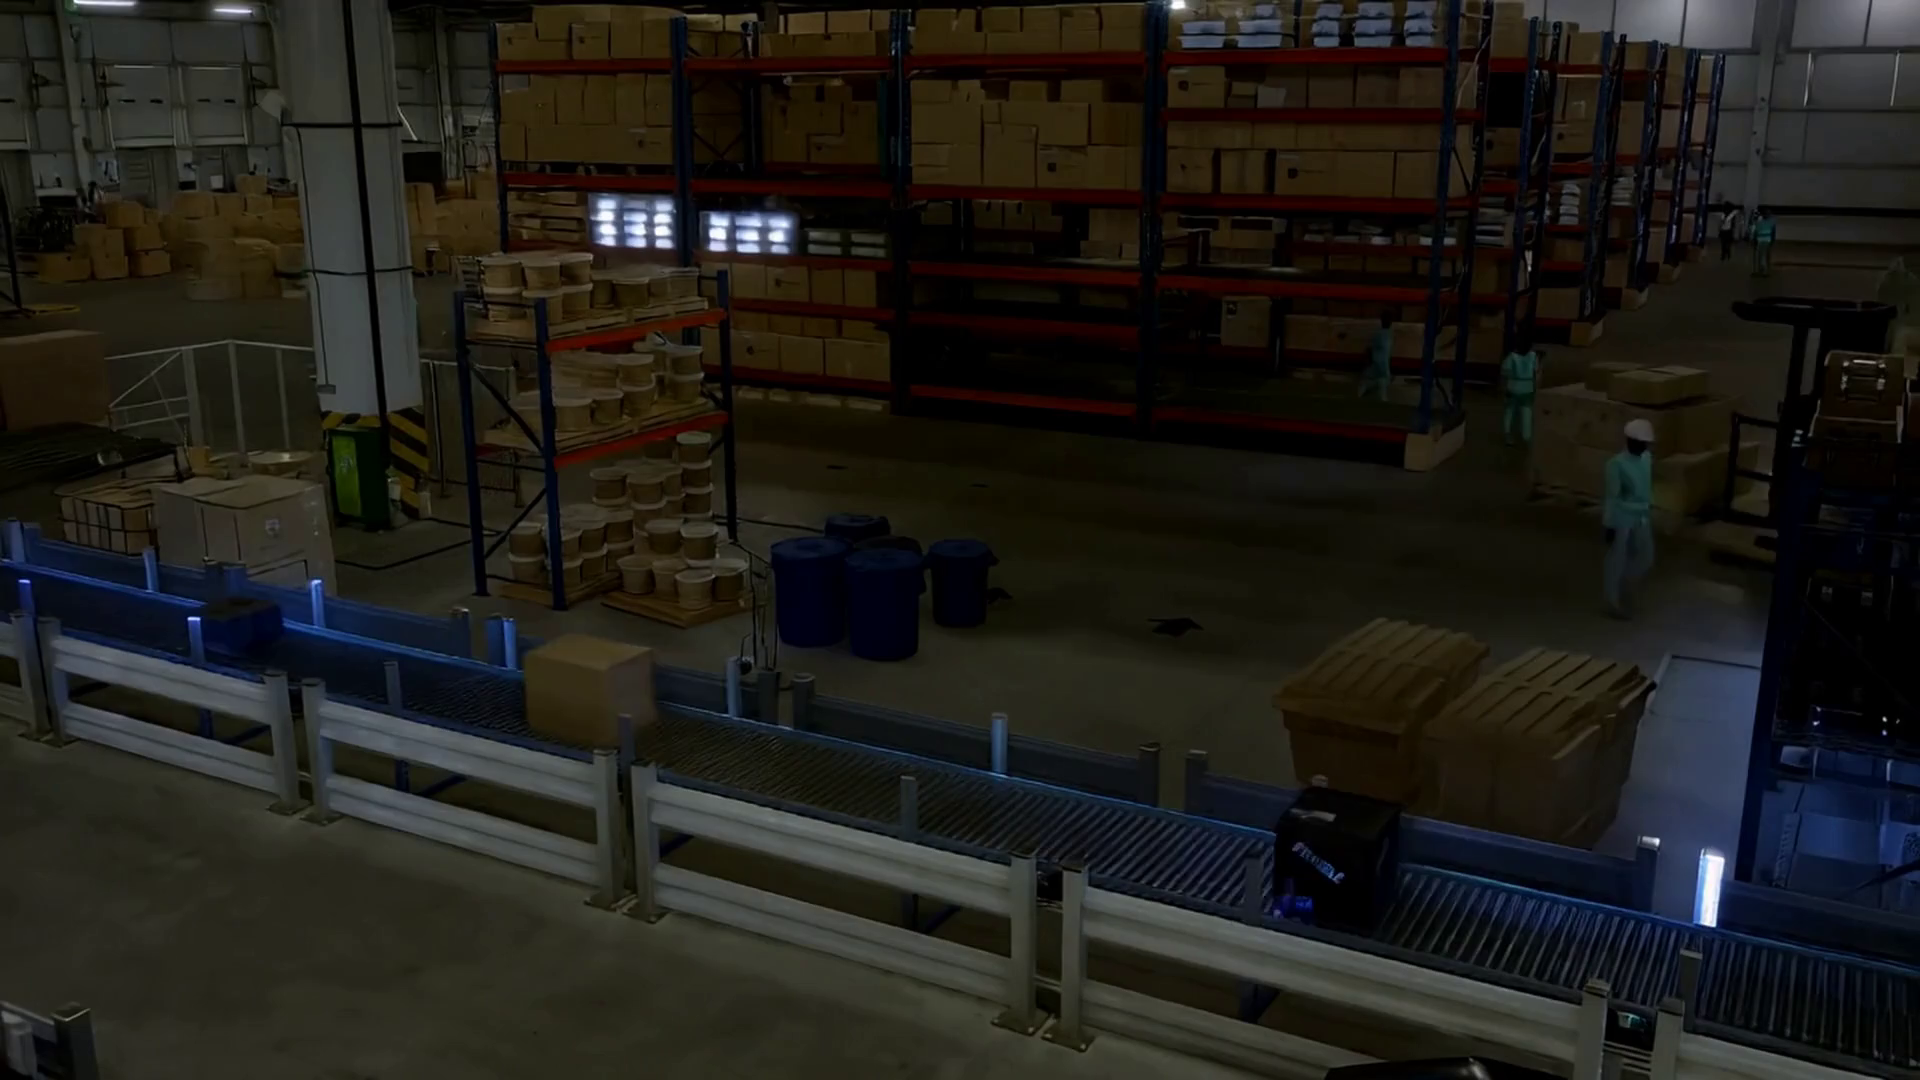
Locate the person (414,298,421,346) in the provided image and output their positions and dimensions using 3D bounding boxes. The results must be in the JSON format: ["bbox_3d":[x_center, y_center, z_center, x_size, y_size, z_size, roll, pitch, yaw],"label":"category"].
[{"bbox_3d":[-9.322,-3.455,27.980,0.866,1.893,0.591,12,19,38],"label":"person"}]

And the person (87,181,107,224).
[{"bbox_3d":[-31.808,-12.282,61.297,0.583,1.837,0.983,14,20,42],"label":"person"}]

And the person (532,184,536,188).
[{"bbox_3d":[-19.022,-15.608,73.649,0.807,1.916,0.547,3,15,10],"label":"person"}]

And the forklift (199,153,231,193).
[{"bbox_3d":[-27.440,-12.865,61.464,1.873,2.768,1.129,8,17,28],"label":"forklift"}]

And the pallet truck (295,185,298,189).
[{"bbox_3d":[-26.804,-14.617,69.738,1.885,1.965,0.823,-14,20,-42],"label":"pallet truck"}]

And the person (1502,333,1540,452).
[{"bbox_3d":[7.820,-2.071,23.234,0.538,1.639,0.915,1,15,4],"label":"person"}]

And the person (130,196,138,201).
[{"bbox_3d":[-24.873,-9.400,50.240,0.637,1.938,0.355,8,17,28],"label":"person"}]

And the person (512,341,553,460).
[{"bbox_3d":[-5.858,-2.067,22.742,0.633,1.897,0.606,2,15,9],"label":"person"}]

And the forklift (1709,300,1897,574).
[{"bbox_3d":[8.922,-0.991,16.826,1.129,2.768,1.873,-12,19,-38],"label":"forklift"}]

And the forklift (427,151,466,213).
[{"bbox_3d":[-20.201,-13.632,64.347,1.873,2.768,1.129,1,15,2],"label":"forklift"}]

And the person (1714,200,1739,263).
[{"bbox_3d":[22.789,-9.167,49.452,0.457,1.893,0.624,-6,16,-22],"label":"person"}]

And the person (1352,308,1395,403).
[{"bbox_3d":[6.490,-2.824,26.061,0.539,1.664,0.633,-8,17,-28],"label":"person"}]

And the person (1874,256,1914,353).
[{"bbox_3d":[17.938,-4.513,32.006,0.645,1.877,0.782,8,17,28],"label":"person"}]

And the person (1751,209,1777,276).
[{"bbox_3d":[22.208,-8.220,45.980,0.573,1.843,0.374,8,17,28],"label":"person"}]

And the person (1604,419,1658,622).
[{"bbox_3d":[6.281,-0.187,15.605,0.640,1.936,0.439,-8,17,-28],"label":"person"}]
